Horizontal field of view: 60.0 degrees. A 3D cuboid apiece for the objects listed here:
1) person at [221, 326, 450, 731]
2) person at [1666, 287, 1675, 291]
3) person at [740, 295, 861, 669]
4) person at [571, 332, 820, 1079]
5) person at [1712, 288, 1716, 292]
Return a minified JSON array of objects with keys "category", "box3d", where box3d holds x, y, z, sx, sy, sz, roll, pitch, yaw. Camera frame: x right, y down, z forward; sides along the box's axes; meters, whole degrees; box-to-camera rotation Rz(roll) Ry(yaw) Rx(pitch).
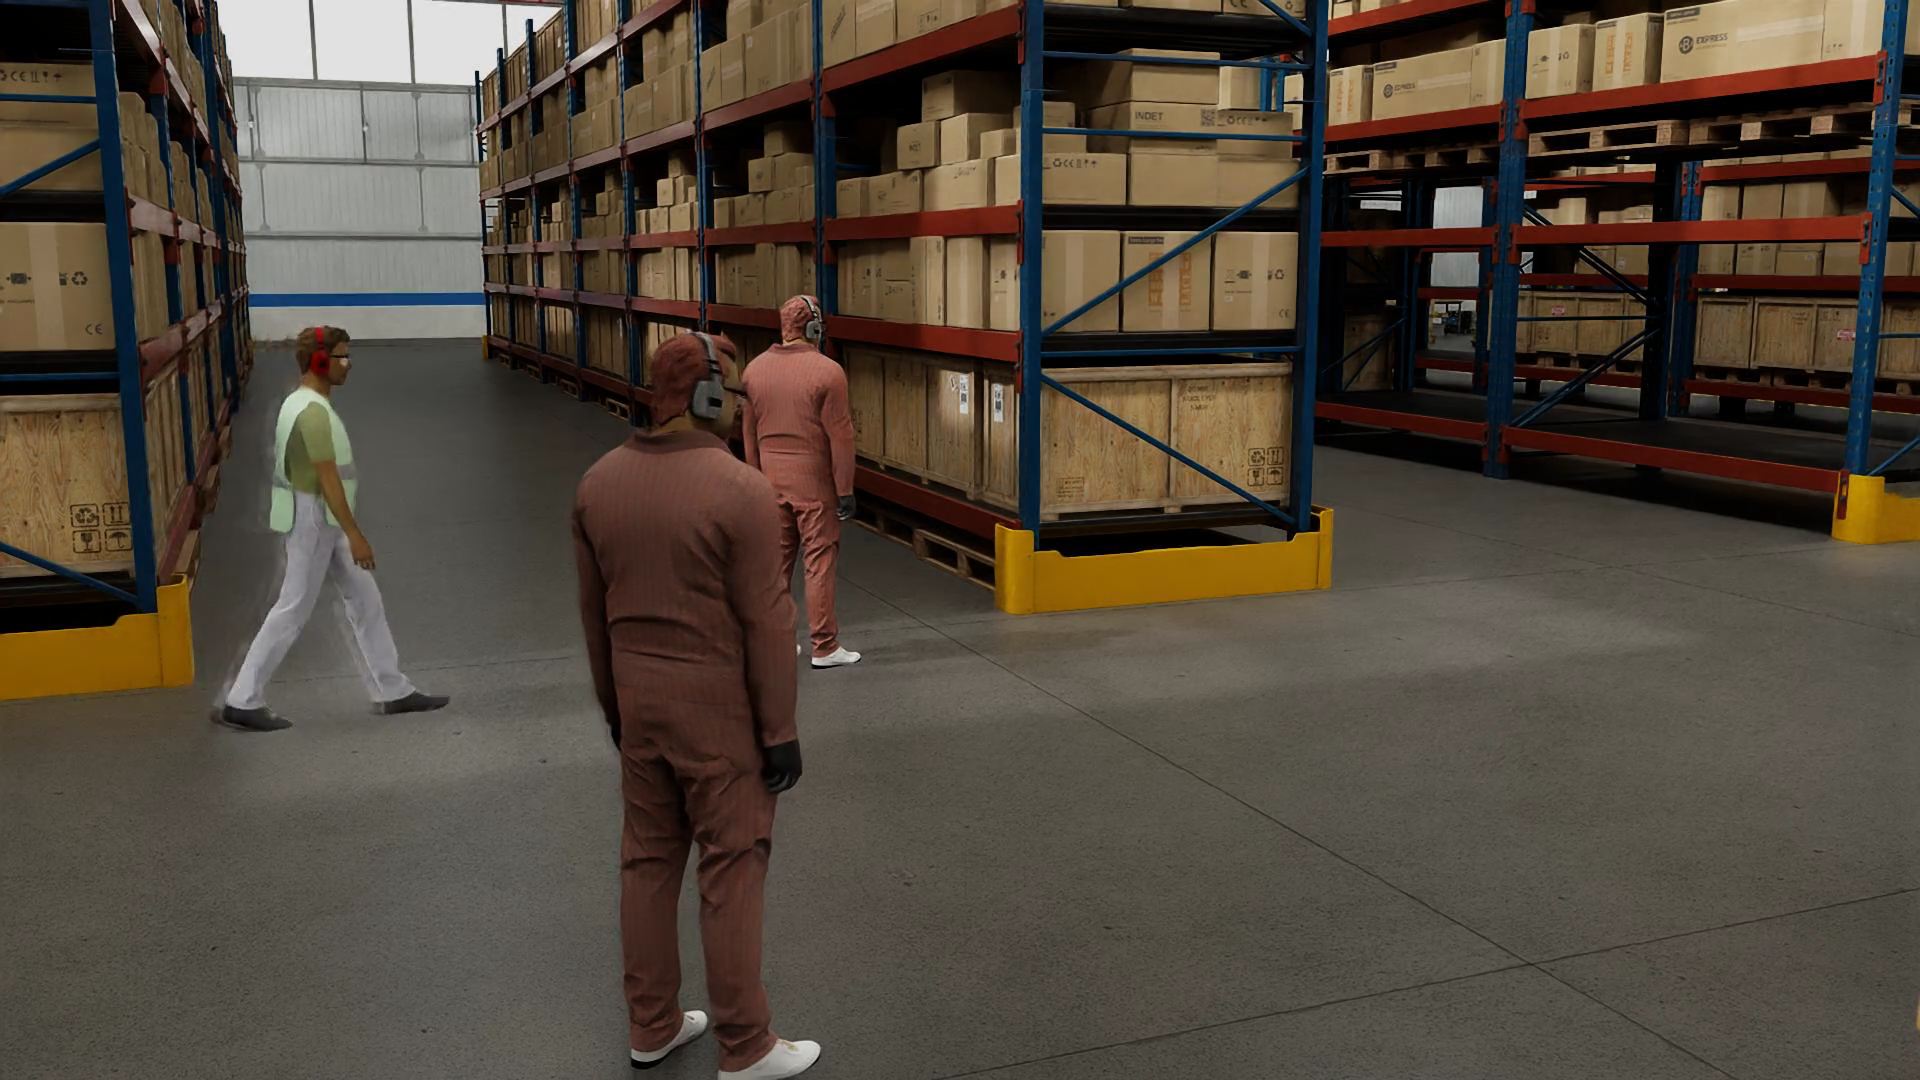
[{"category":"person","box3d":[-2.856,-0.046,7.405,0.970,1.801,0.577,-3,10,-16]},{"category":"person","box3d":[15.198,-4.886,35.895,0.672,1.957,0.625,-5,11,-29]},{"category":"person","box3d":[-0.795,-0.293,8.527,0.651,1.907,0.409,5,11,30]},{"category":"person","box3d":[-0.648,0.433,4.200,0.636,1.902,0.406,6,11,32]},{"category":"person","box3d":[18.688,-5.761,41.209,0.668,1.919,0.622,5,11,26]}]
